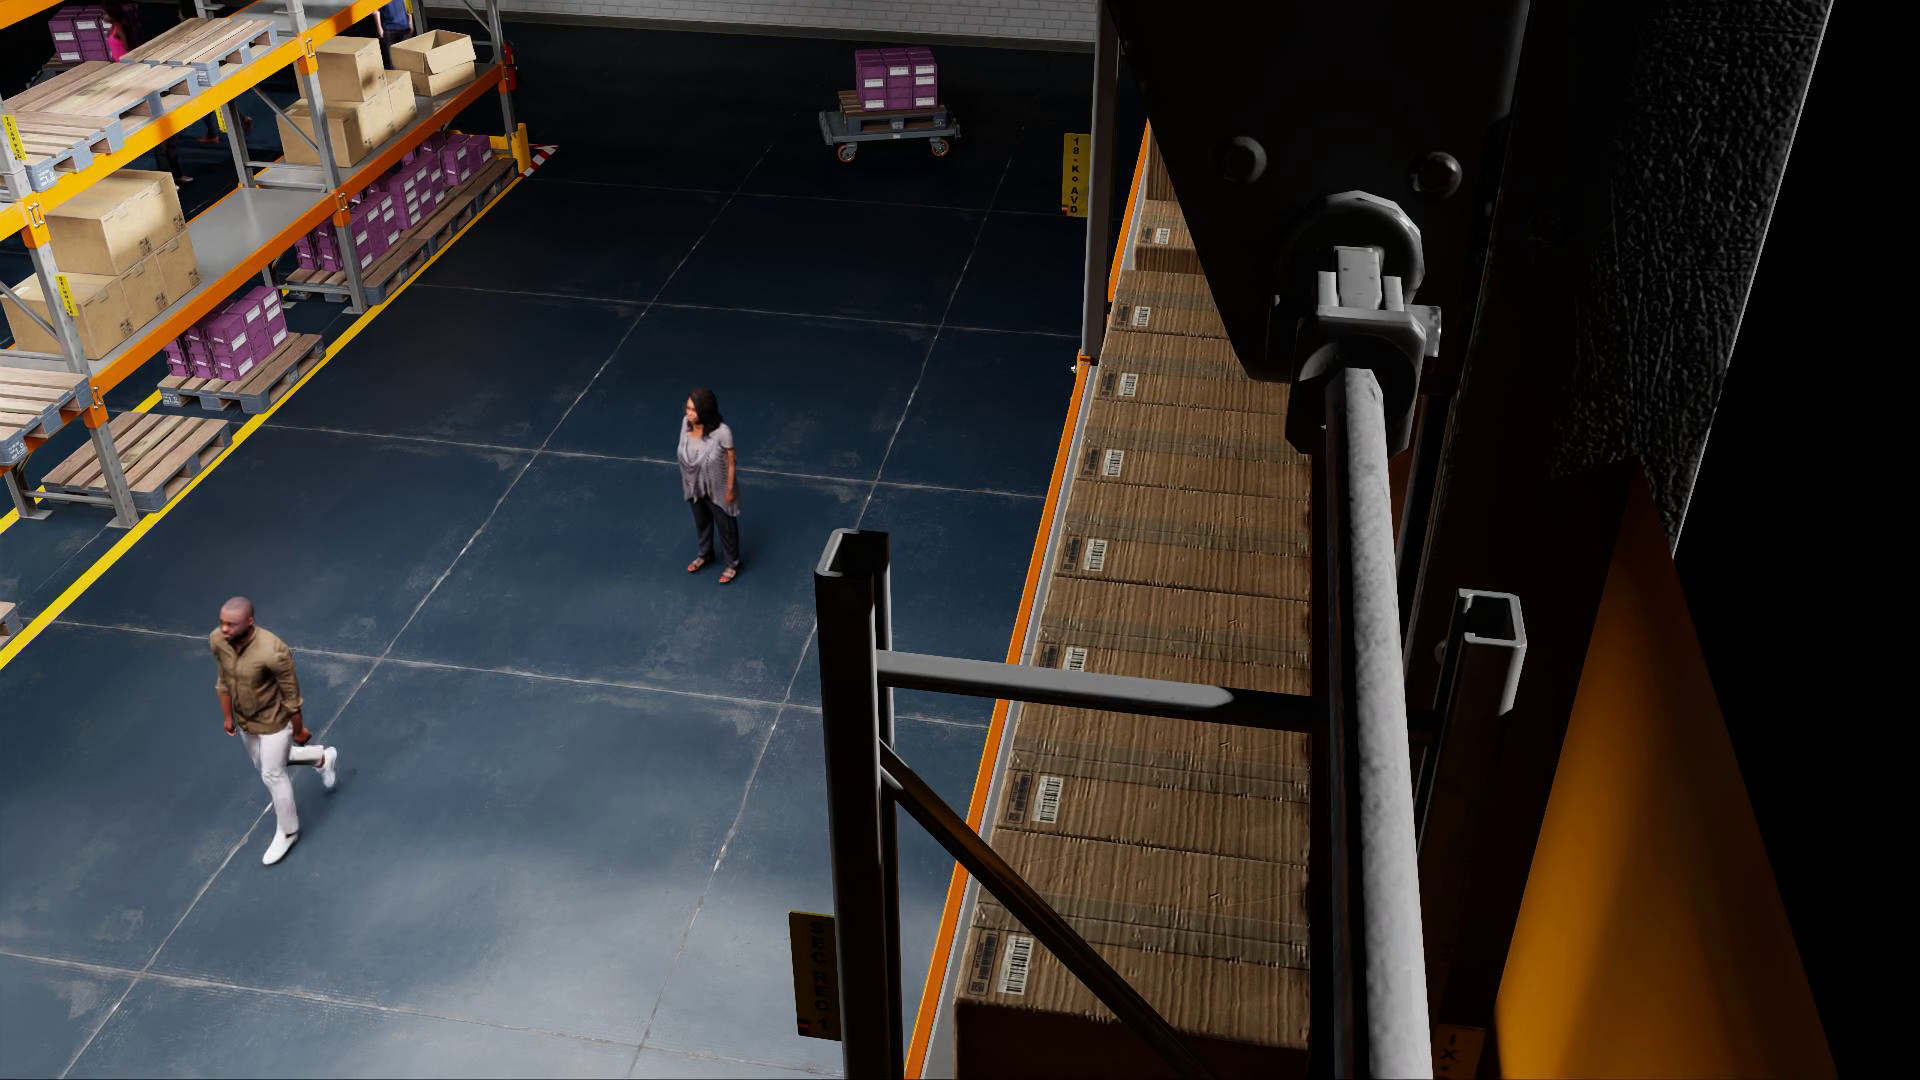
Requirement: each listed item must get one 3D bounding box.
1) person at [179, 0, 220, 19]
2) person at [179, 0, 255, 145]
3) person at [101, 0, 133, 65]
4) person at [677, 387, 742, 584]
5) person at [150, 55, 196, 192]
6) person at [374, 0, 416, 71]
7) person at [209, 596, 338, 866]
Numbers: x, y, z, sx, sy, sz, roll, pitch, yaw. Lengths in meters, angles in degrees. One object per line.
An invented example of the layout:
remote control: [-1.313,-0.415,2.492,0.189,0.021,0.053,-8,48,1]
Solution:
person: [-10.531,-7.528,23.015,1.012,1.791,1.091,-17,37,-24]
person: [-9.118,-5.664,20.278,0.781,1.715,0.937,1,34,2]
person: [-10.141,-5.754,20.412,0.788,1.718,0.730,-22,40,-30]
person: [-1.878,-0.446,12.523,0.726,1.610,0.760,18,38,25]
person: [-9.207,-4.843,19.137,0.710,1.612,0.572,8,34,11]
person: [-7.399,-6.739,21.762,0.753,1.864,0.769,-14,36,-20]
person: [-4.164,1.050,10.103,0.902,1.798,1.122,15,36,21]
